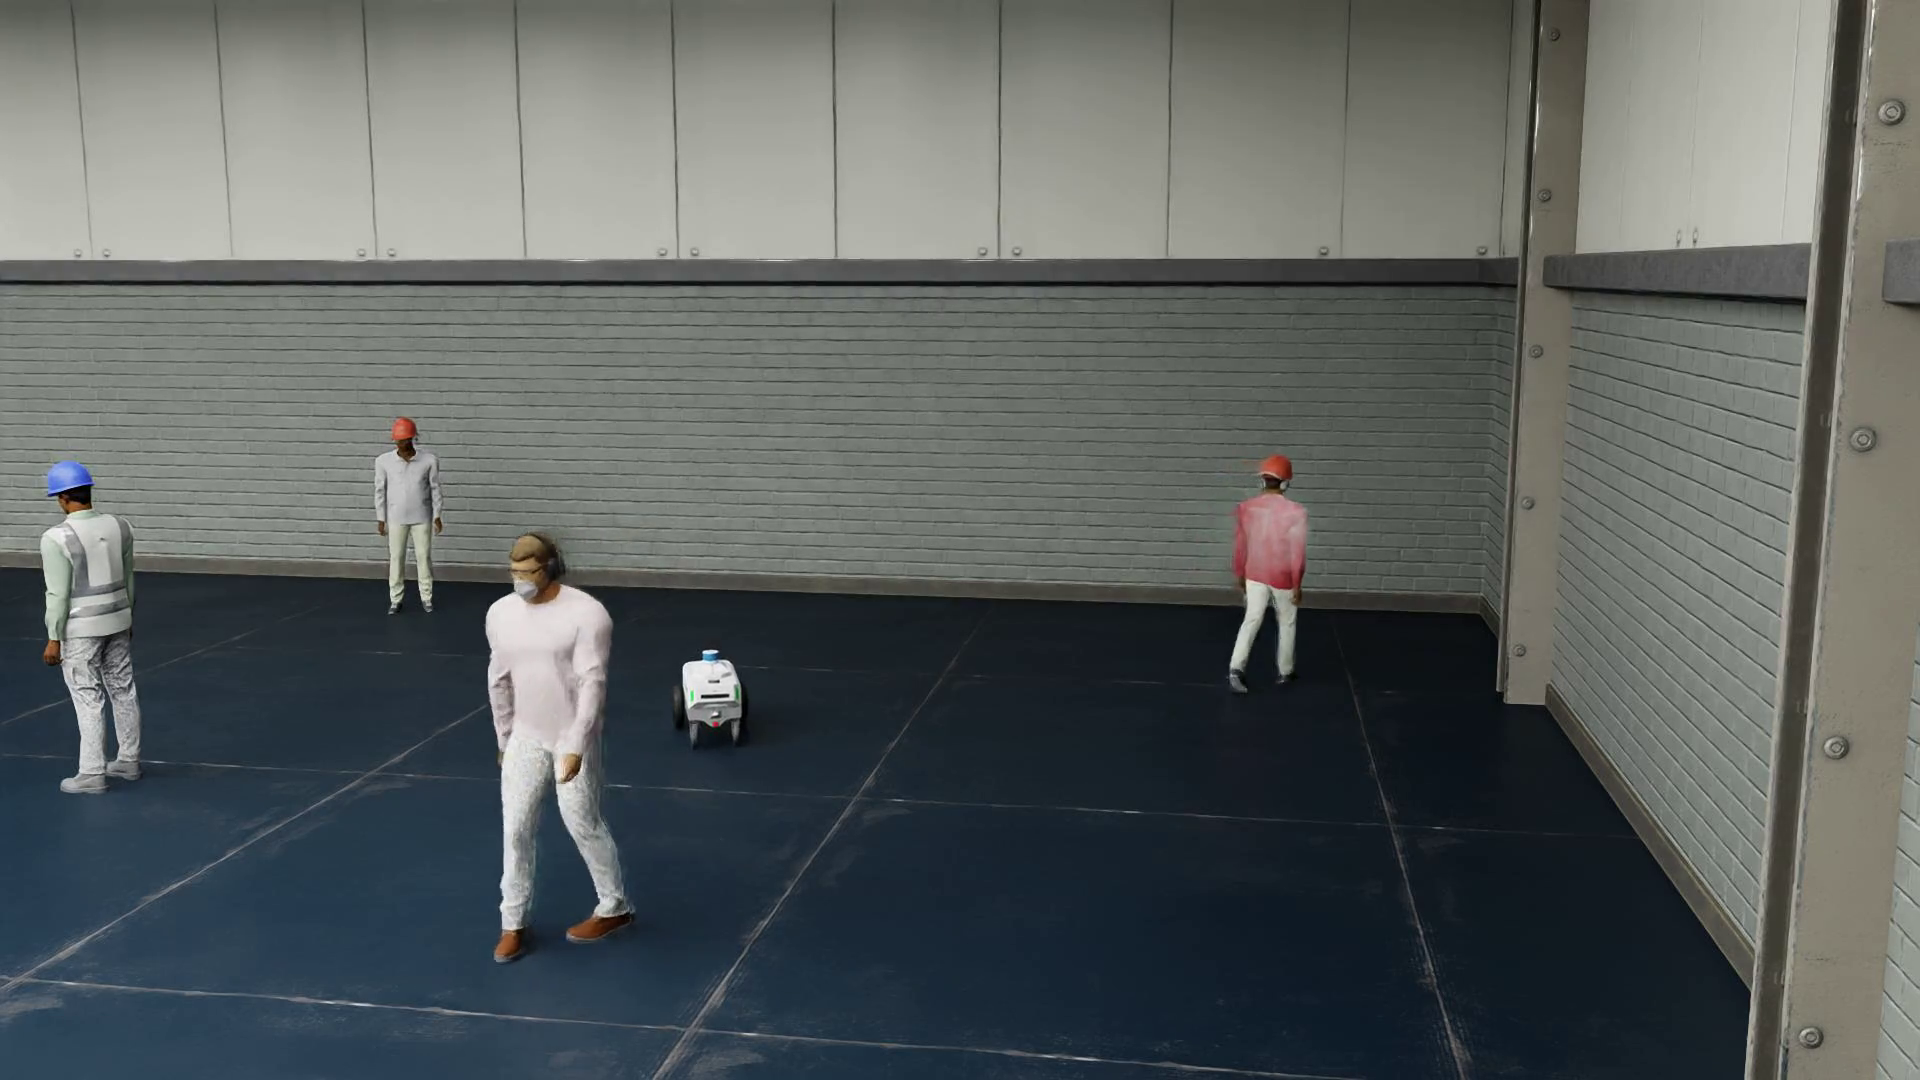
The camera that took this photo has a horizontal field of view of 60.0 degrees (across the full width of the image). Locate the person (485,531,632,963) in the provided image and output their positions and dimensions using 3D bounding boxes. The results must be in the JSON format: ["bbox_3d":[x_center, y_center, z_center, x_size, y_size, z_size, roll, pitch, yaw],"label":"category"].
[{"bbox_3d":[-1.835,0.902,7.388,0.651,1.909,0.505,3,10,15],"label":"person"}]

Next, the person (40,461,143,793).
[{"bbox_3d":[-5.072,0.505,9.696,0.401,1.938,0.603,3,10,19],"label":"person"}]

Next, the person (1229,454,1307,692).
[{"bbox_3d":[2.221,0.238,12.021,0.570,1.723,0.837,7,11,35],"label":"person"}]

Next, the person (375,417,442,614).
[{"bbox_3d":[-4.873,-0.216,14.719,0.567,1.748,0.339,-3,10,-17],"label":"person"}]

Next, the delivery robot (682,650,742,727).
[{"bbox_3d":[-1.622,0.962,10.845,0.477,0.478,0.707,-2,10,-12],"label":"delivery robot"}]
